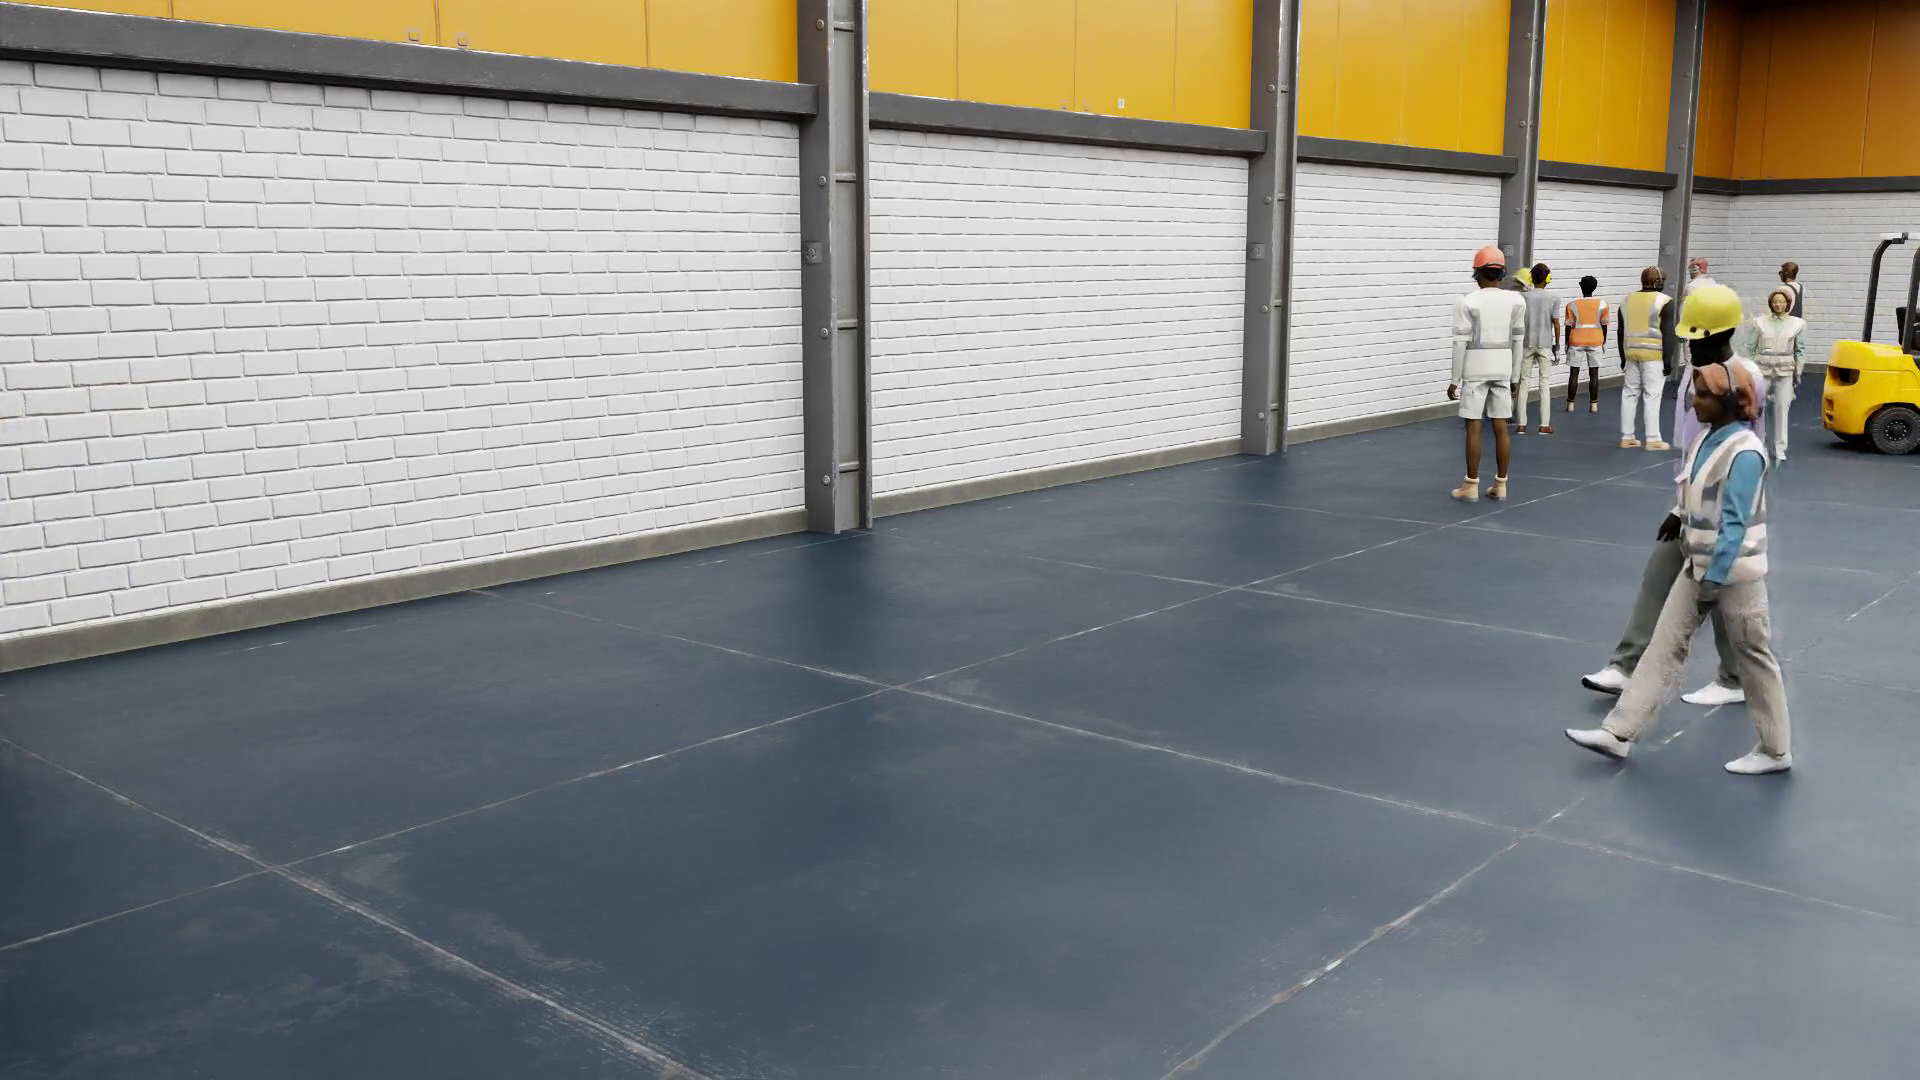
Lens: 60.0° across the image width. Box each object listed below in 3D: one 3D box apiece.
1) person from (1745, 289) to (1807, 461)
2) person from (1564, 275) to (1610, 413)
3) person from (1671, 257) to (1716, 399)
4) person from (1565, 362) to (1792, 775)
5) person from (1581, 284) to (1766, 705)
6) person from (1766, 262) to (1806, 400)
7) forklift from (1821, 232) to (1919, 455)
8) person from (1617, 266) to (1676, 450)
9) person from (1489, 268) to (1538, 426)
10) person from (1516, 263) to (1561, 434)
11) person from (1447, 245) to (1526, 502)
[{"bbox_3d":[7.796,-1.580,15.938,0.511,1.641,0.309,5,11,26],"label":"person"},{"bbox_3d":[7.727,-2.413,20.545,0.532,1.694,0.320,3,10,16],"label":"person"},{"bbox_3d":[9.853,-2.835,22.324,0.643,1.909,0.411,-9,13,-41],"label":"person"},{"bbox_3d":[2.835,0.122,6.357,0.848,1.587,0.540,0,10,2],"label":"person"},{"bbox_3d":[3.171,-0.164,7.240,0.851,1.879,0.608,-1,10,-6],"label":"person"},{"bbox_3d":[10.995,-2.770,22.130,0.506,1.845,0.344,-5,11,-28],"label":"person"},{"bbox_3d":[9.955,-1.972,16.595,2.313,2.155,1.214,1,10,8],"label":"forklift"},{"bbox_3d":[6.930,-1.828,16.781,0.430,1.845,0.624,-6,11,-29],"label":"person"},{"bbox_3d":[6.316,-2.193,18.948,0.449,1.808,0.619,-5,11,-28],"label":"person"},{"bbox_3d":[6.302,-2.081,18.160,0.508,1.864,0.329,5,11,28],"label":"person"},{"bbox_3d":[4.192,-1.322,13.320,0.609,2.044,0.394,-2,10,-9],"label":"person"}]
